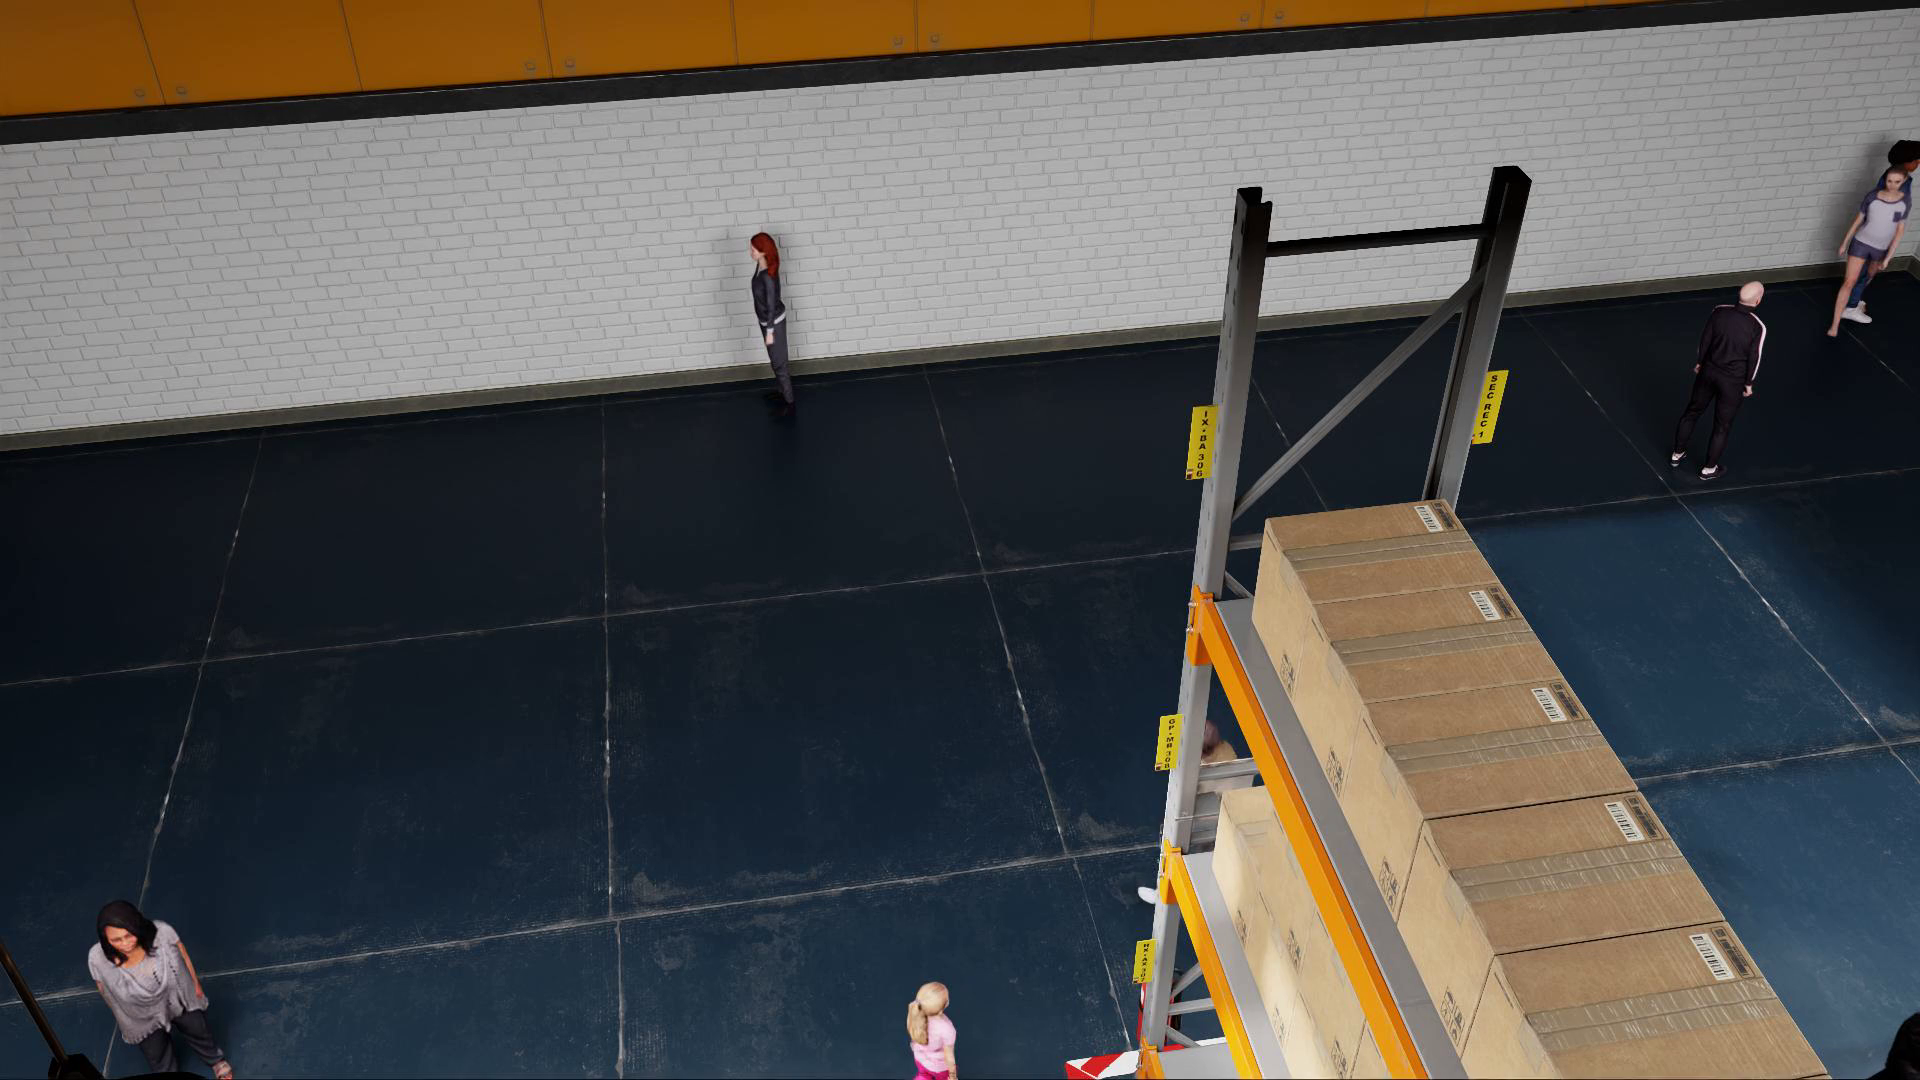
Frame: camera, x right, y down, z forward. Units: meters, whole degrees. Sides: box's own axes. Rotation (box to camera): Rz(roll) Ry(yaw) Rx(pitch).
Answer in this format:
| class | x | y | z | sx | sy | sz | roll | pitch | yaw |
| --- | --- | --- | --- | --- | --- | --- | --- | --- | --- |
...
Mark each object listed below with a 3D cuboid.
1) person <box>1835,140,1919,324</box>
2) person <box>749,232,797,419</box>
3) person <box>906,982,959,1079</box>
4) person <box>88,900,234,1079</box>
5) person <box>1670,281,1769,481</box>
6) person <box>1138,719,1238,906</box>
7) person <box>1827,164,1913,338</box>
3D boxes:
| class | x | y | z | sx | sy | sz | roll | pitch | yaw |
| --- | --- | --- | --- | --- | --- | --- | --- | --- | --- |
| person | 8.848 | -2.990 | 15.993 | 0.814 | 1.811 | 0.669 | 9 | 39 | 11 |
| person | -1.657 | -1.906 | 14.666 | 0.644 | 1.774 | 0.463 | -10 | 40 | -12 |
| person | -0.187 | 2.860 | 9.108 | 0.767 | 1.261 | 0.791 | 30 | 48 | 32 |
| person | -4.463 | 2.532 | 9.241 | 0.741 | 1.608 | 0.781 | -23 | 44 | -26 |
| person | 6.374 | -1.348 | 13.916 | 0.818 | 1.837 | 0.696 | -28 | 46 | -30 |
| person | 1.458 | 1.794 | 10.015 | 1.201 | 1.795 | 1.083 | 31 | 48 | 33 |
| person | 8.701 | -2.818 | 15.864 | 0.953 | 1.702 | 1.166 | 9 | 39 | 11 |
